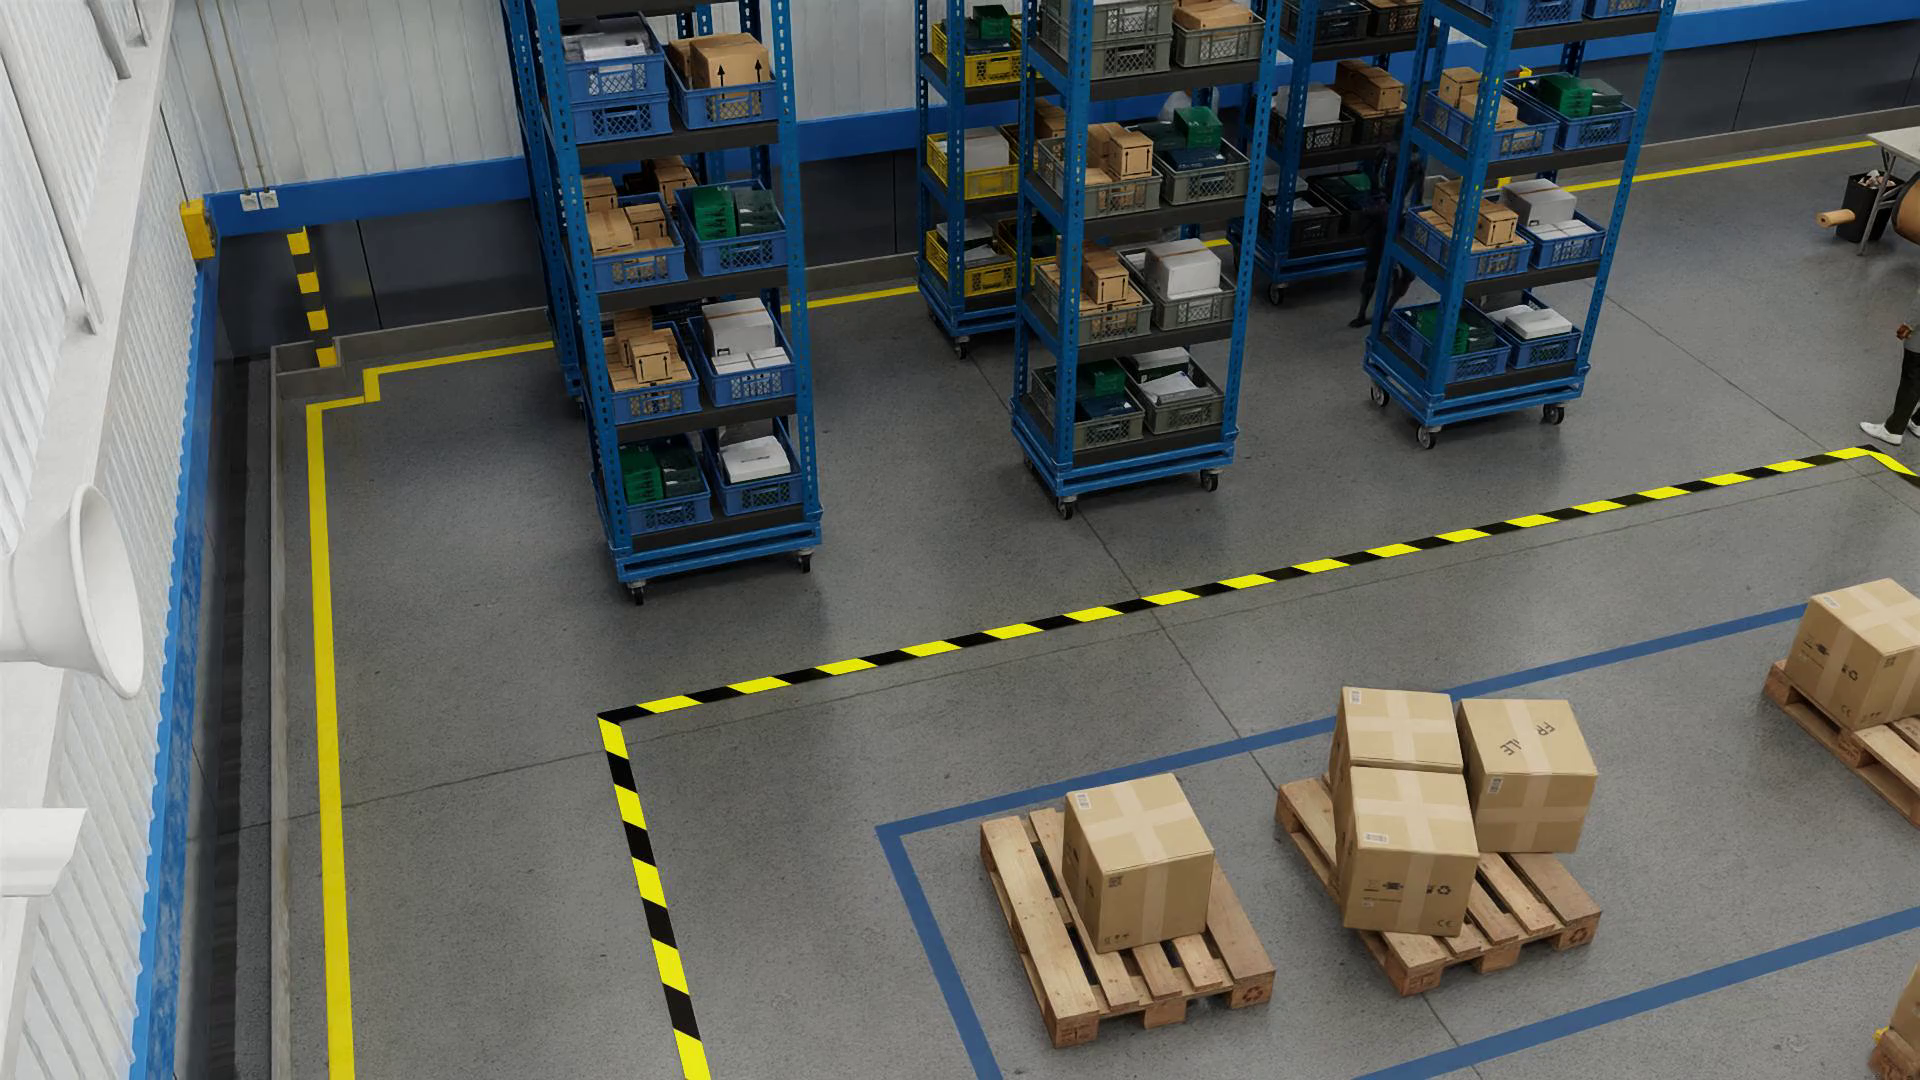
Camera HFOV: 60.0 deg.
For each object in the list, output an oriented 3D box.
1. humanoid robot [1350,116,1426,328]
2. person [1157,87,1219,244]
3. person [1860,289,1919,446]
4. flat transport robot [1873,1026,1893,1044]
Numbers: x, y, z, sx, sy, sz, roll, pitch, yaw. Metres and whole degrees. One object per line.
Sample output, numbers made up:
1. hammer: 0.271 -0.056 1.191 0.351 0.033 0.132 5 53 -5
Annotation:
1. humanoid robot: 3.131 -2.303 12.097 0.360 1.652 0.586 -17 39 -23
2. person: 1.699 -2.705 12.458 0.383 1.929 0.634 28 44 34
3. person: 6.349 -1.471 10.766 0.596 1.852 0.359 -12 37 -16
4. flat transport robot: 4.453 2.402 6.625 0.652 0.197 1.431 -11 37 -15
